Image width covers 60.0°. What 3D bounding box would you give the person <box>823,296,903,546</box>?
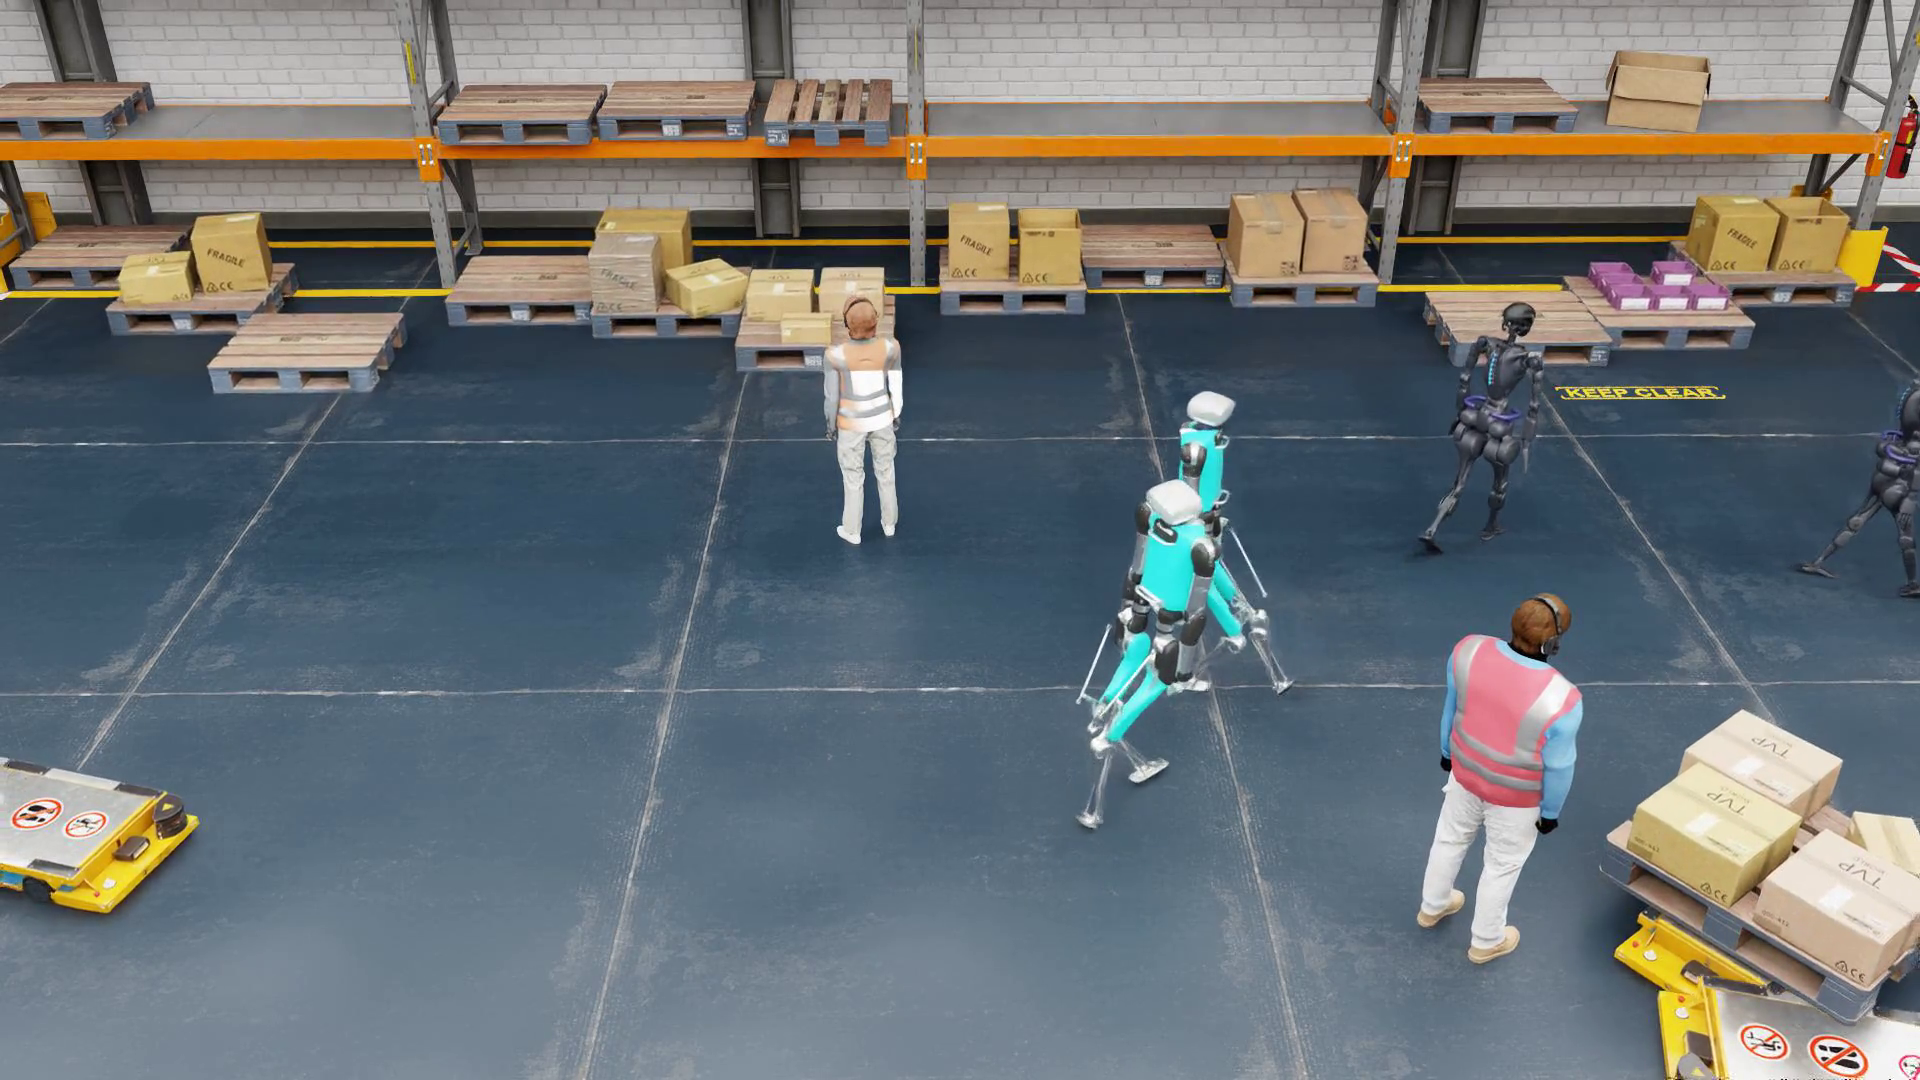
[{"bbox_3d":[-0.590,-0.724,10.283,0.516,1.640,0.306,-12,33,-19],"label":"person"}]

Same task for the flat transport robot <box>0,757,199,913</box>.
[{"bbox_3d":[-4.527,1.404,8.074,1.431,0.231,0.659,8,32,14],"label":"flat transport robot"}]

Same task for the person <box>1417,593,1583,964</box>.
[{"bbox_3d":[2.345,1.023,7.197,0.431,1.835,0.628,-23,38,-33],"label":"person"}]

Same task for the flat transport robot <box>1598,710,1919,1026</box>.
[{"bbox_3d":[3.683,1.708,7.568,1.431,0.231,0.659,-22,38,-32],"label":"flat transport robot"}]

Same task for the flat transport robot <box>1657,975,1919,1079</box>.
[{"bbox_3d":[3.636,2.188,6.768,1.431,0.231,0.659,8,32,13],"label":"flat transport robot"}]

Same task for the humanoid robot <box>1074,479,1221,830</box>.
[{"bbox_3d":[0.746,0.614,8.004,0.860,1.818,0.545,-17,35,-26],"label":"humanoid robot"}]

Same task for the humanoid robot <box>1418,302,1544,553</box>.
[{"bbox_3d":[3.210,-0.659,10.194,0.740,1.645,0.608,-23,38,-33],"label":"humanoid robot"}]

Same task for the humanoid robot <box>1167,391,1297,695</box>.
[{"bbox_3d":[1.526,0.125,8.850,0.819,1.857,0.565,10,32,16],"label":"humanoid robot"}]

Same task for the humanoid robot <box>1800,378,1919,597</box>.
[{"bbox_3d":[5.558,-0.418,9.798,0.793,1.628,0.614,10,32,15],"label":"humanoid robot"}]
